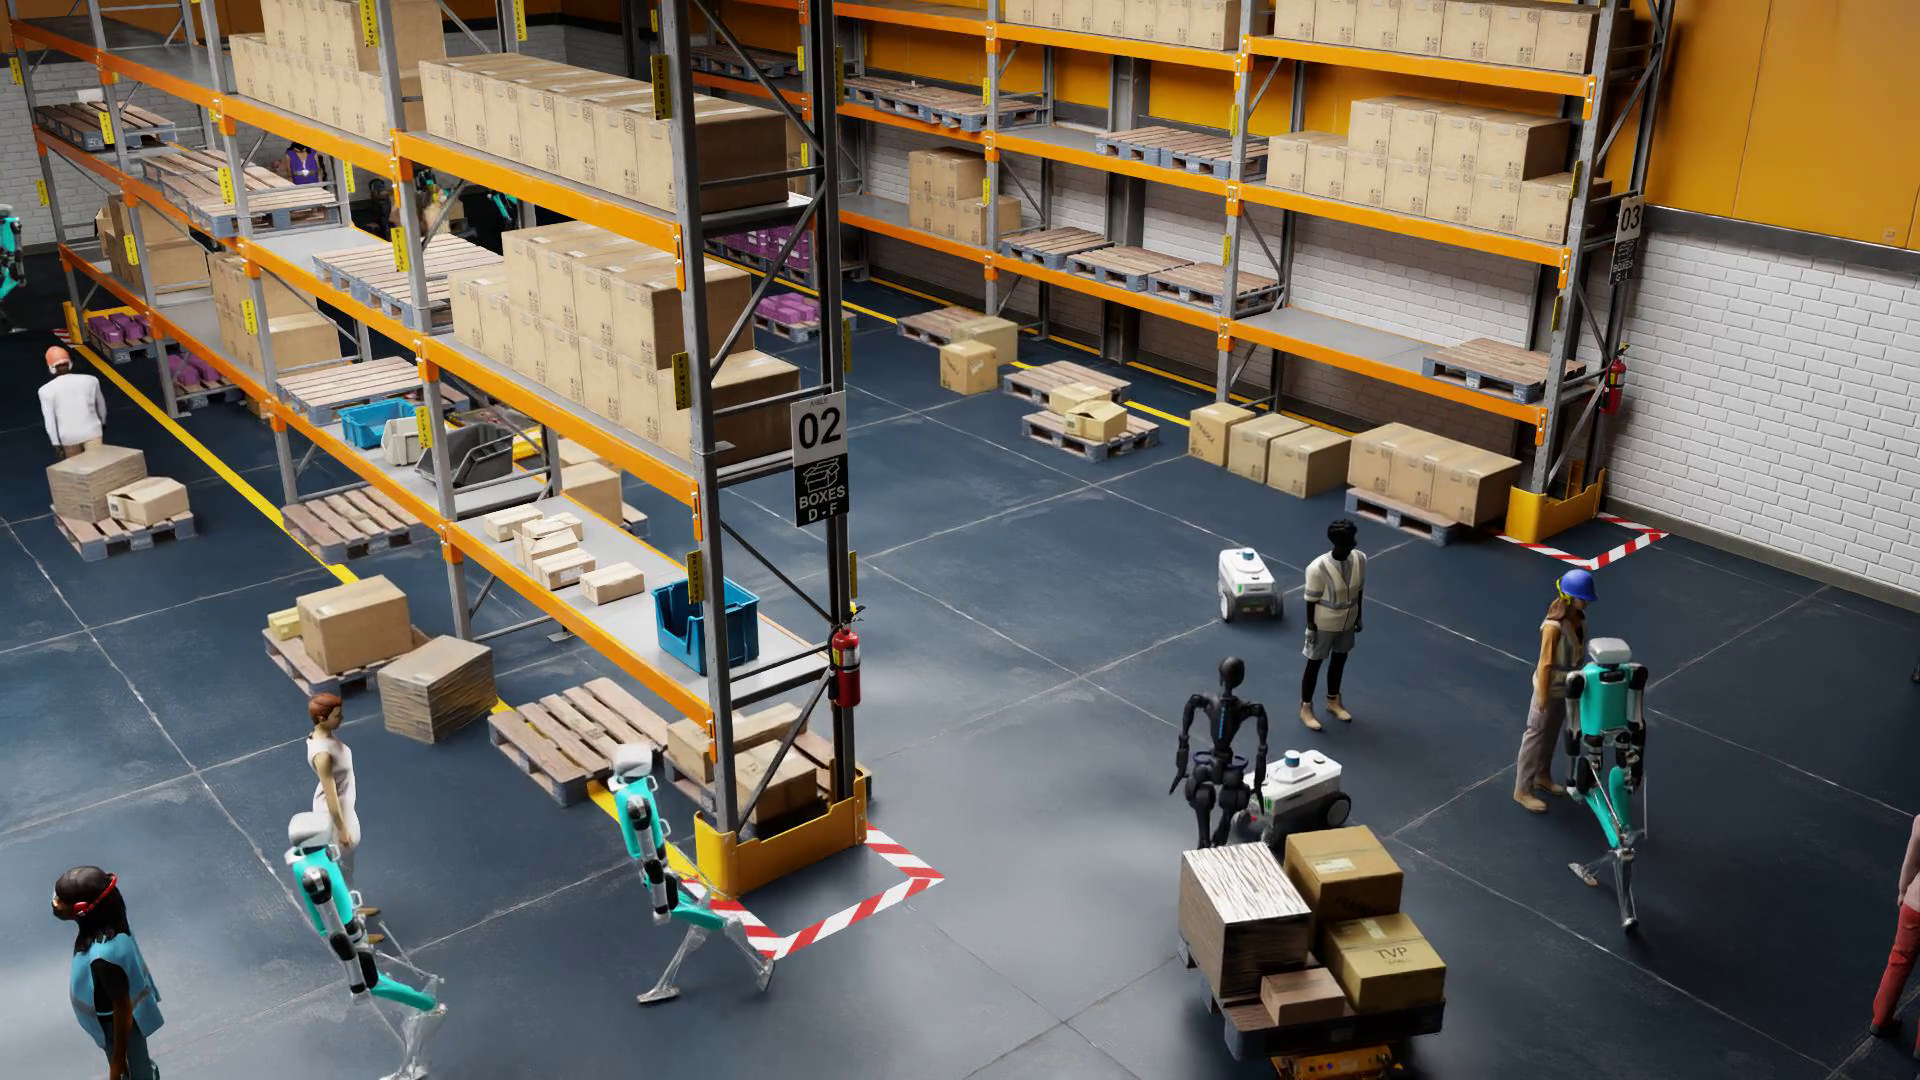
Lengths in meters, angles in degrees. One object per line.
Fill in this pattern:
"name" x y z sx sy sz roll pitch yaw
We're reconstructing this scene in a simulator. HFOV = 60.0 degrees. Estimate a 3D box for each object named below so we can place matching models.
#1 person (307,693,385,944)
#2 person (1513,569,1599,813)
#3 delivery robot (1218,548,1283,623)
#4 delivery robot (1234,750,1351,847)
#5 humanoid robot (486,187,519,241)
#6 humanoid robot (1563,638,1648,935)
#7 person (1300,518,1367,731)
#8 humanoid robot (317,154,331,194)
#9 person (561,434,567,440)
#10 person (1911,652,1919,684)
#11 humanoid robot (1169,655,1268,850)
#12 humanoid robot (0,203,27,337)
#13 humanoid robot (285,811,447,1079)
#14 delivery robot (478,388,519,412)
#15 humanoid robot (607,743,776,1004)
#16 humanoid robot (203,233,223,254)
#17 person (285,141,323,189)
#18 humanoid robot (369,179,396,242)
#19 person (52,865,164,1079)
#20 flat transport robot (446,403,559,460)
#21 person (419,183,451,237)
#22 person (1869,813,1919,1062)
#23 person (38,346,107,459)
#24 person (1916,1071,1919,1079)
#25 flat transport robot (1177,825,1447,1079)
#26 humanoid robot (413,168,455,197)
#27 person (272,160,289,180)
"person" -3.736 1.668 10.026 0.285 1.658 0.445 -9 25 -19
"person" 4.103 1.013 11.393 0.479 1.775 0.326 -21 31 -40
"delivery robot" 2.488 0.369 14.424 0.499 0.592 0.774 -2 23 -5
"delivery robot" 2.258 1.718 11.326 0.814 0.612 0.499 -15 27 -30
"humanoid robot" -7.343 -5.664 26.934 0.769 1.803 0.545 13 27 28
"humanoid robot" 4.079 1.581 10.196 0.566 1.758 1.014 -4 24 -10
"person" 2.784 0.615 12.427 0.532 1.691 0.319 -11 26 -25
"humanoid robot" -10.532 -5.772 27.220 0.591 1.648 0.328 14 27 28
"person" -4.292 -1.859 18.114 0.406 1.729 0.603 4 24 10
"person" 7.807 0.264 12.949 0.549 1.922 0.387 15 27 30
"humanoid robot" 1.621 1.506 10.451 0.611 1.636 0.660 6 24 14
"humanoid robot" -12.635 -3.446 21.897 0.544 1.876 0.756 19 30 37
"humanoid robot" -3.044 2.224 8.787 0.760 1.897 0.533 -11 26 -24
"delivery robot" -5.262 -1.768 19.355 0.769 0.577 0.499 14 27 30
"humanoid robot" -1.458 1.890 9.438 0.962 1.777 0.557 -9 25 -19
"humanoid robot" -10.353 -4.177 23.482 0.949 1.749 0.531 -10 25 -23
"person" -10.446 -5.619 26.560 0.536 1.930 0.422 -14 27 -29
"humanoid robot" -8.340 -4.387 24.044 0.475 1.645 0.602 -11 26 -24
"person" -4.083 2.388 8.099 0.391 1.866 0.526 -12 26 -26
"flat transport robot" -5.085 -1.207 18.438 0.659 0.231 1.431 -21 31 -39
"person" -7.221 -3.998 22.925 0.883 1.839 0.545 2 23 5
"person" 5.369 2.028 9.070 0.337 1.756 0.516 -17 29 -34
"person" -8.649 -1.074 16.330 0.562 1.693 0.936 -14 27 -30
"person" 4.056 2.921 7.093 0.447 1.672 0.375 -4 24 -8
"flat transport robot" 1.970 2.674 9.450 0.659 0.231 1.431 -5 24 -11
"humanoid robot" -8.662 -5.853 27.341 1.004 1.717 0.533 4 24 10
"person" -9.769 -4.590 24.233 0.659 1.882 0.672 -1 23 -1
